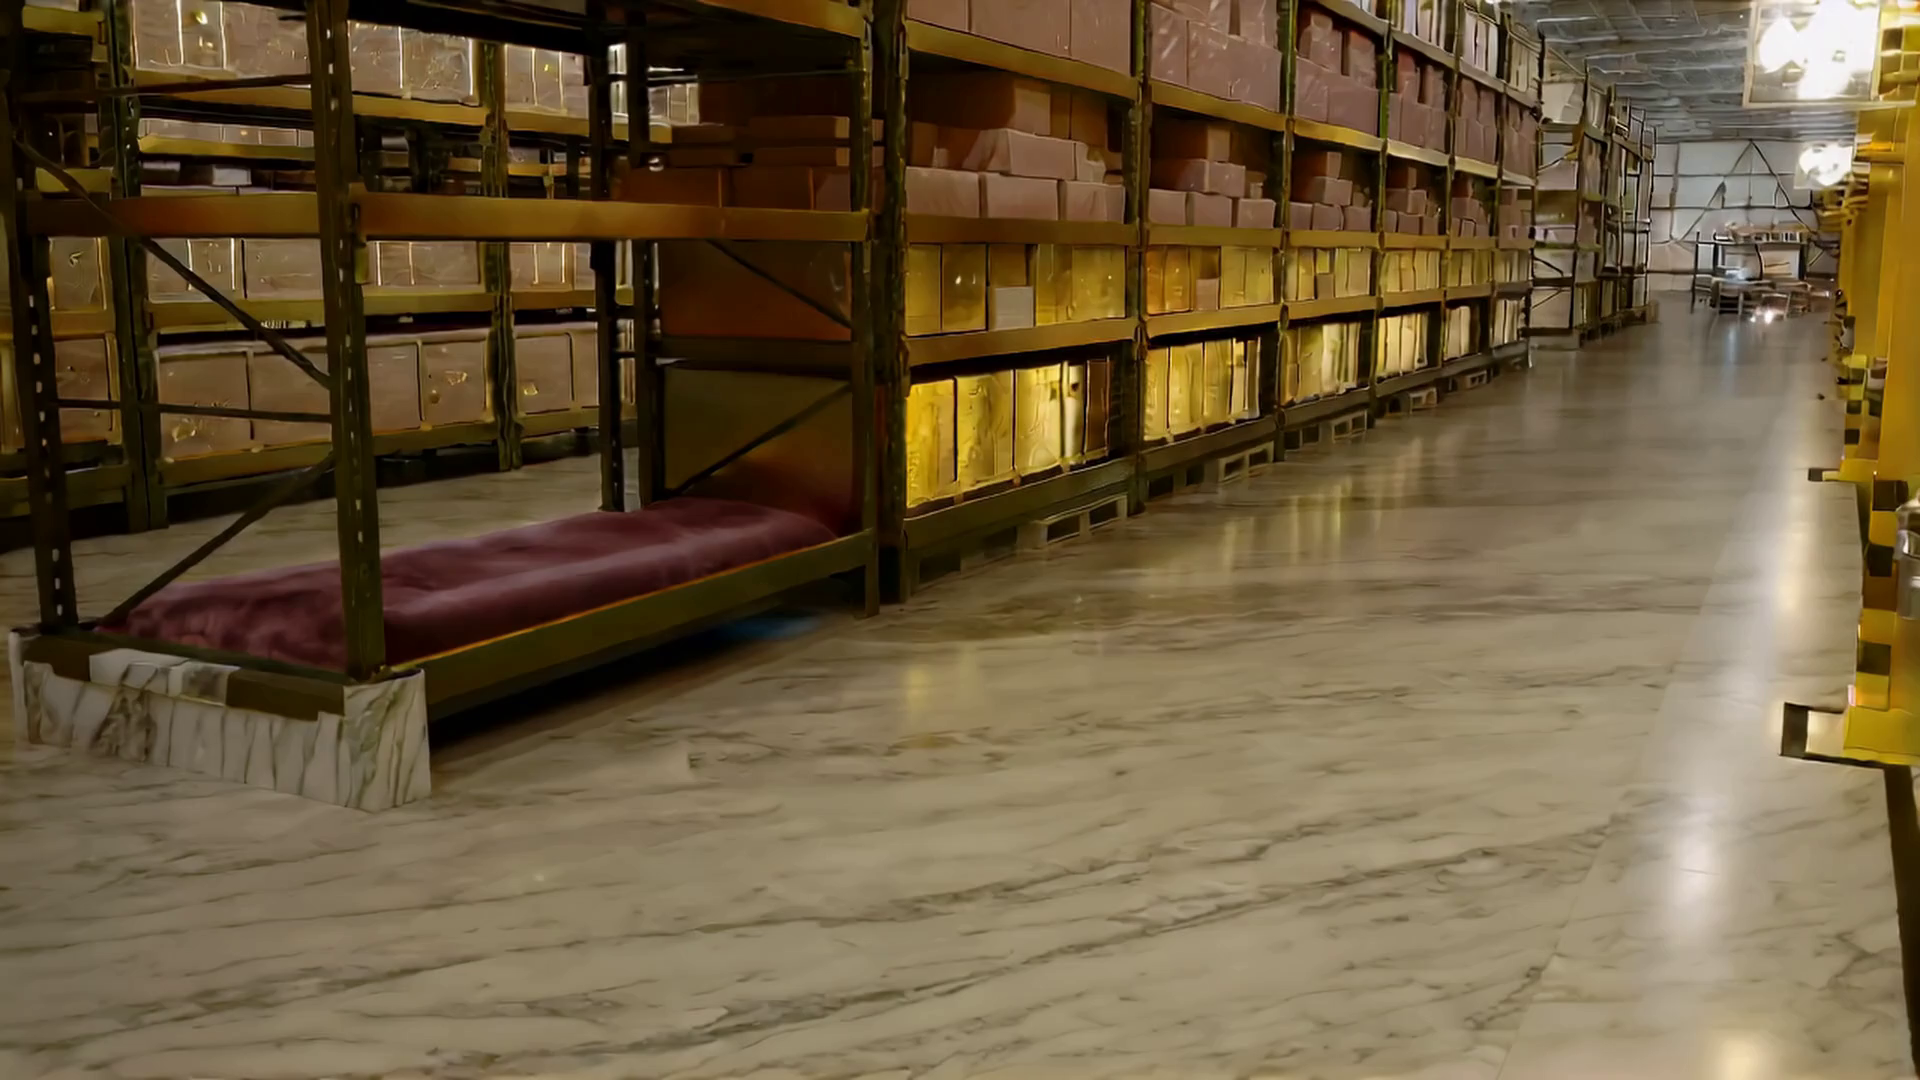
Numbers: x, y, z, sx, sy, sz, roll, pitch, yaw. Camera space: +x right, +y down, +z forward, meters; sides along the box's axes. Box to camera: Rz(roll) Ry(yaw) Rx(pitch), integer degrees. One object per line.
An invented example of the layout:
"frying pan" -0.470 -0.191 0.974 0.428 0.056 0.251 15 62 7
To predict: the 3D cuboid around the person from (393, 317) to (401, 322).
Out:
"person" -10.468 -3.932 30.692 0.310 1.642 0.514 -4 11 -24
